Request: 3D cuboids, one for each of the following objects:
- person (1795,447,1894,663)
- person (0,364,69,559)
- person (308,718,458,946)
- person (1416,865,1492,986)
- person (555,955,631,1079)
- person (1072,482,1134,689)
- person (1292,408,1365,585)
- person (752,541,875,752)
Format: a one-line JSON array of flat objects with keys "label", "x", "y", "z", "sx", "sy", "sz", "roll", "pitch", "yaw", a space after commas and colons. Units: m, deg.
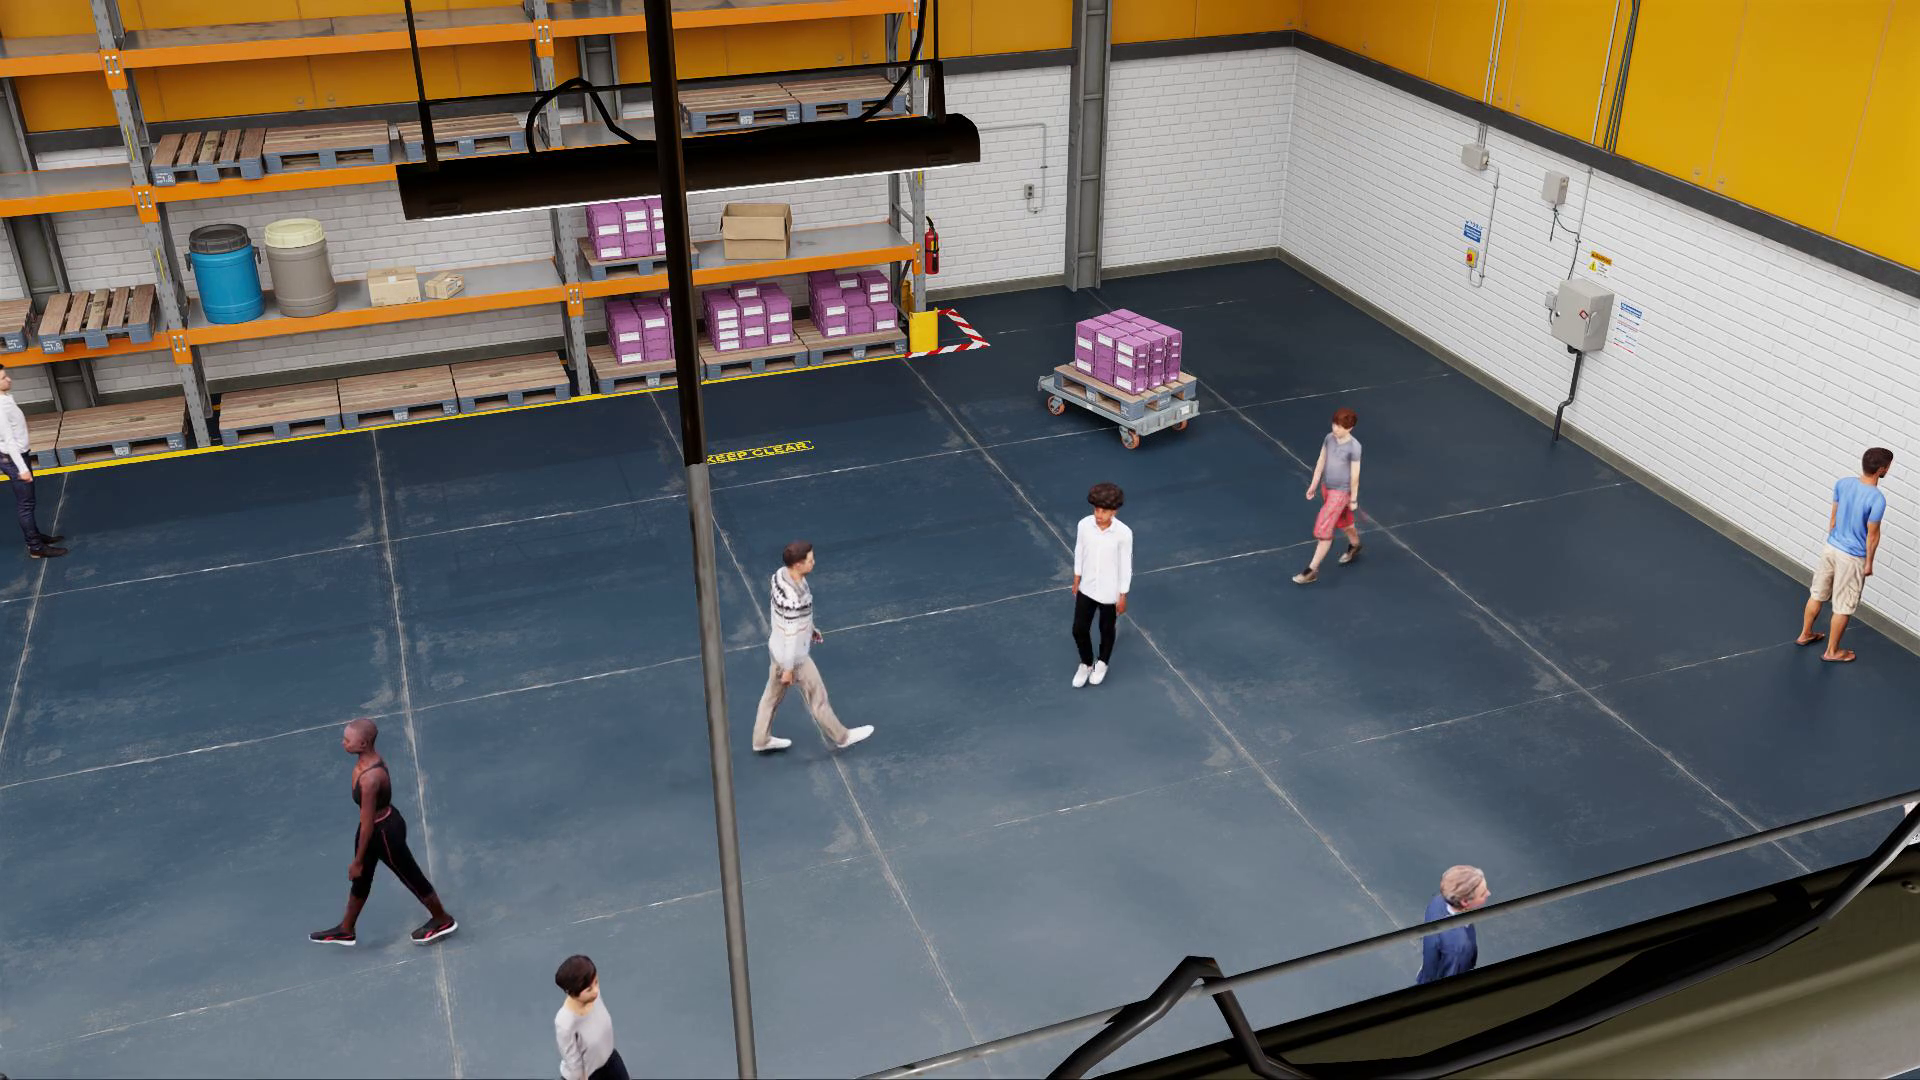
[{"label": "person", "x": 7.269, "y": 0.101, "z": 13.626, "sx": 0.545, "sy": 1.864, "sz": 0.640, "roll": -10, "pitch": 30, "yaw": -17}, {"label": "person", "x": -8.616, "y": -0.736, "z": 15.156, "sx": 0.616, "sy": 1.868, "sz": 0.635, "roll": -13, "pitch": 31, "yaw": -23}, {"label": "person", "x": -3.539, "y": 1.867, "z": 10.533, "sx": 1.140, "sy": 1.726, "sz": 0.676, "roll": -14, "pitch": 32, "yaw": -24}, {"label": "person", "x": 2.562, "y": 2.554, "z": 9.180, "sx": 1.310, "sy": 1.816, "sz": 1.106, "roll": 6, "pitch": 29, "yaw": 11}, {"label": "person", "x": -2.068, "y": 2.831, "z": 8.965, "sx": 0.827, "sy": 1.536, "sz": 0.760, "roll": 11, "pitch": 30, "yaw": 19}, {"label": "person", "x": 1.158, "y": 0.324, "z": 13.288, "sx": 0.794, "sy": 1.796, "sz": 0.853, "roll": 13, "pitch": 31, "yaw": 22}, {"label": "person", "x": 3.433, "y": -0.442, "z": 14.879, "sx": 1.181, "sy": 1.618, "sz": 0.694, "roll": -15, "pitch": 32, "yaw": -25}, {"label": "person", "x": -1.340, "y": 0.839, "z": 12.320, "sx": 1.124, "sy": 1.819, "sz": 0.678, "roll": -9, "pitch": 30, "yaw": -16}]
